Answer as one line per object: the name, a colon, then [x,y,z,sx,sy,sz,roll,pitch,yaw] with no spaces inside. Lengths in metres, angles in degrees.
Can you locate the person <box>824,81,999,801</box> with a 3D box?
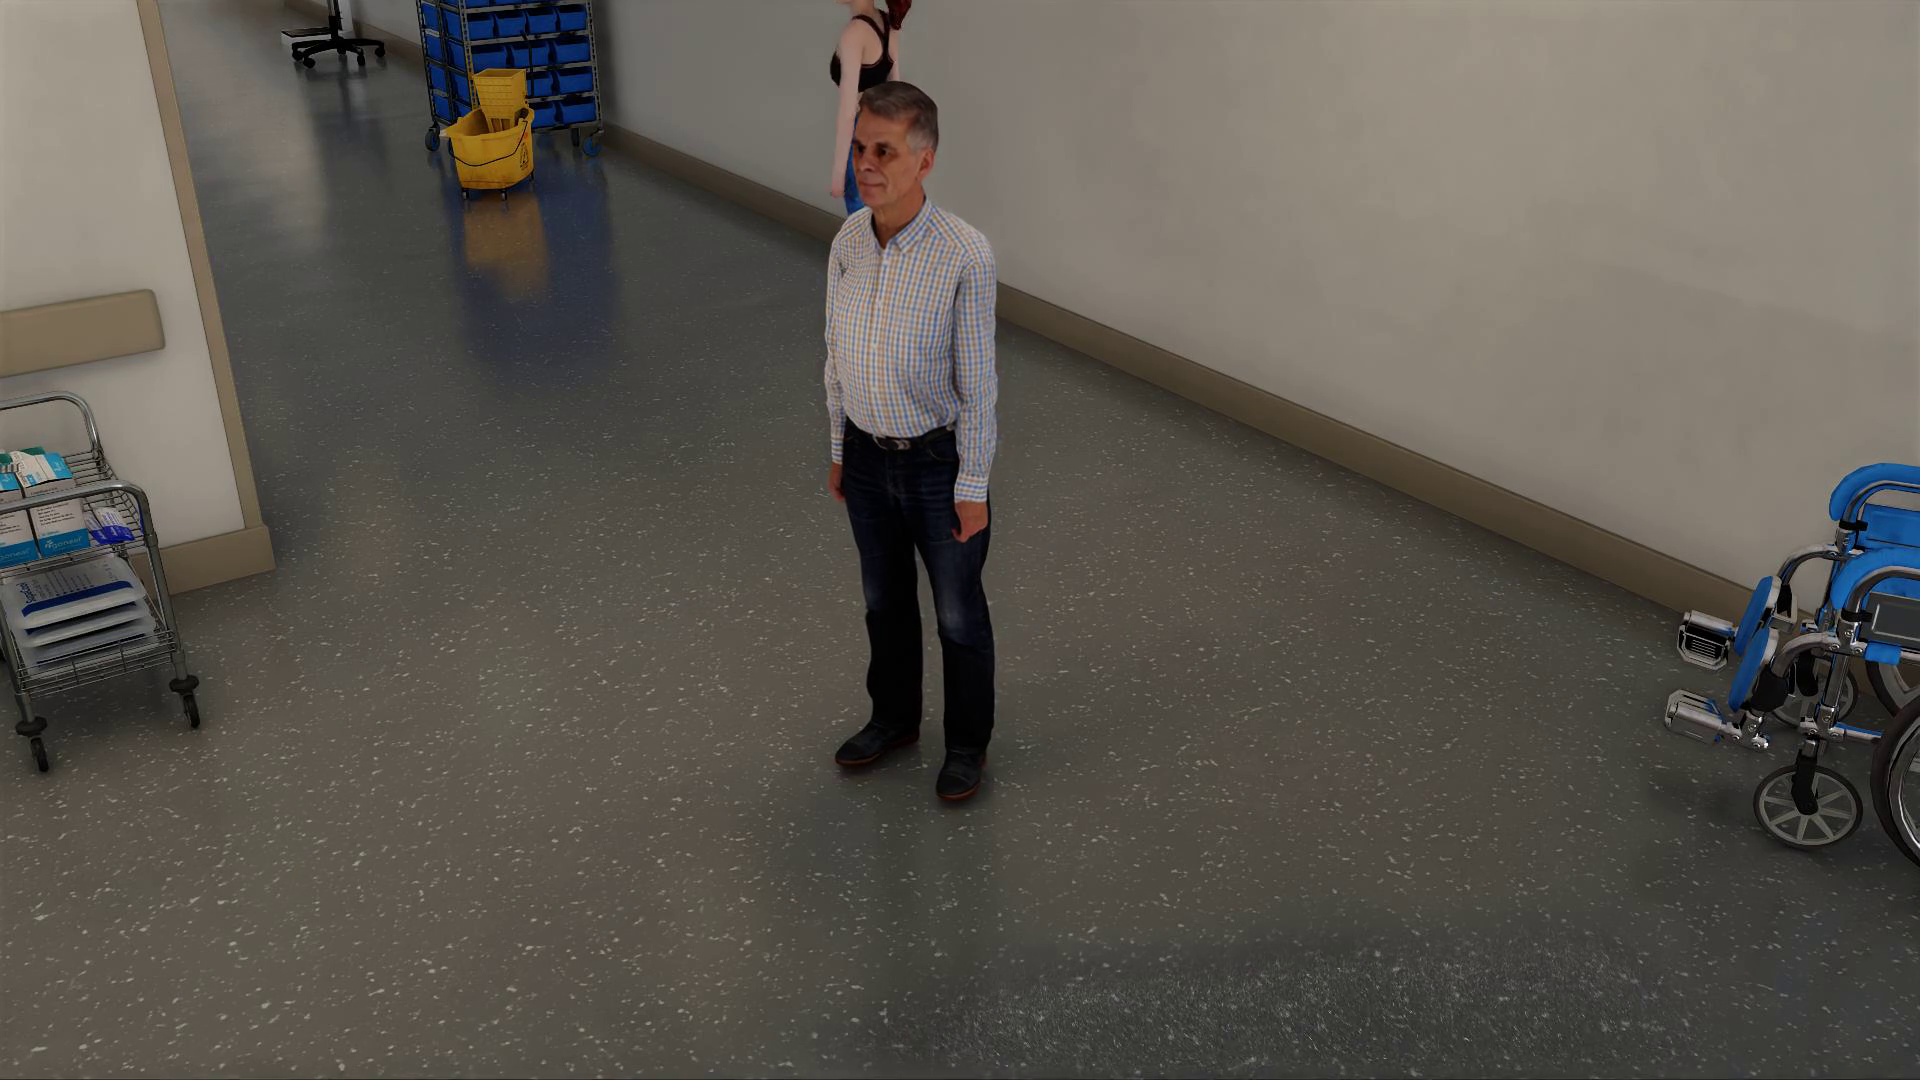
person: [-0.109,-0.210,4.082,0.722,1.815,0.696,16,30,30]

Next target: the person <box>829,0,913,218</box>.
person: [-0.347,-1.565,6.952,0.866,1.763,0.699,18,31,33]
